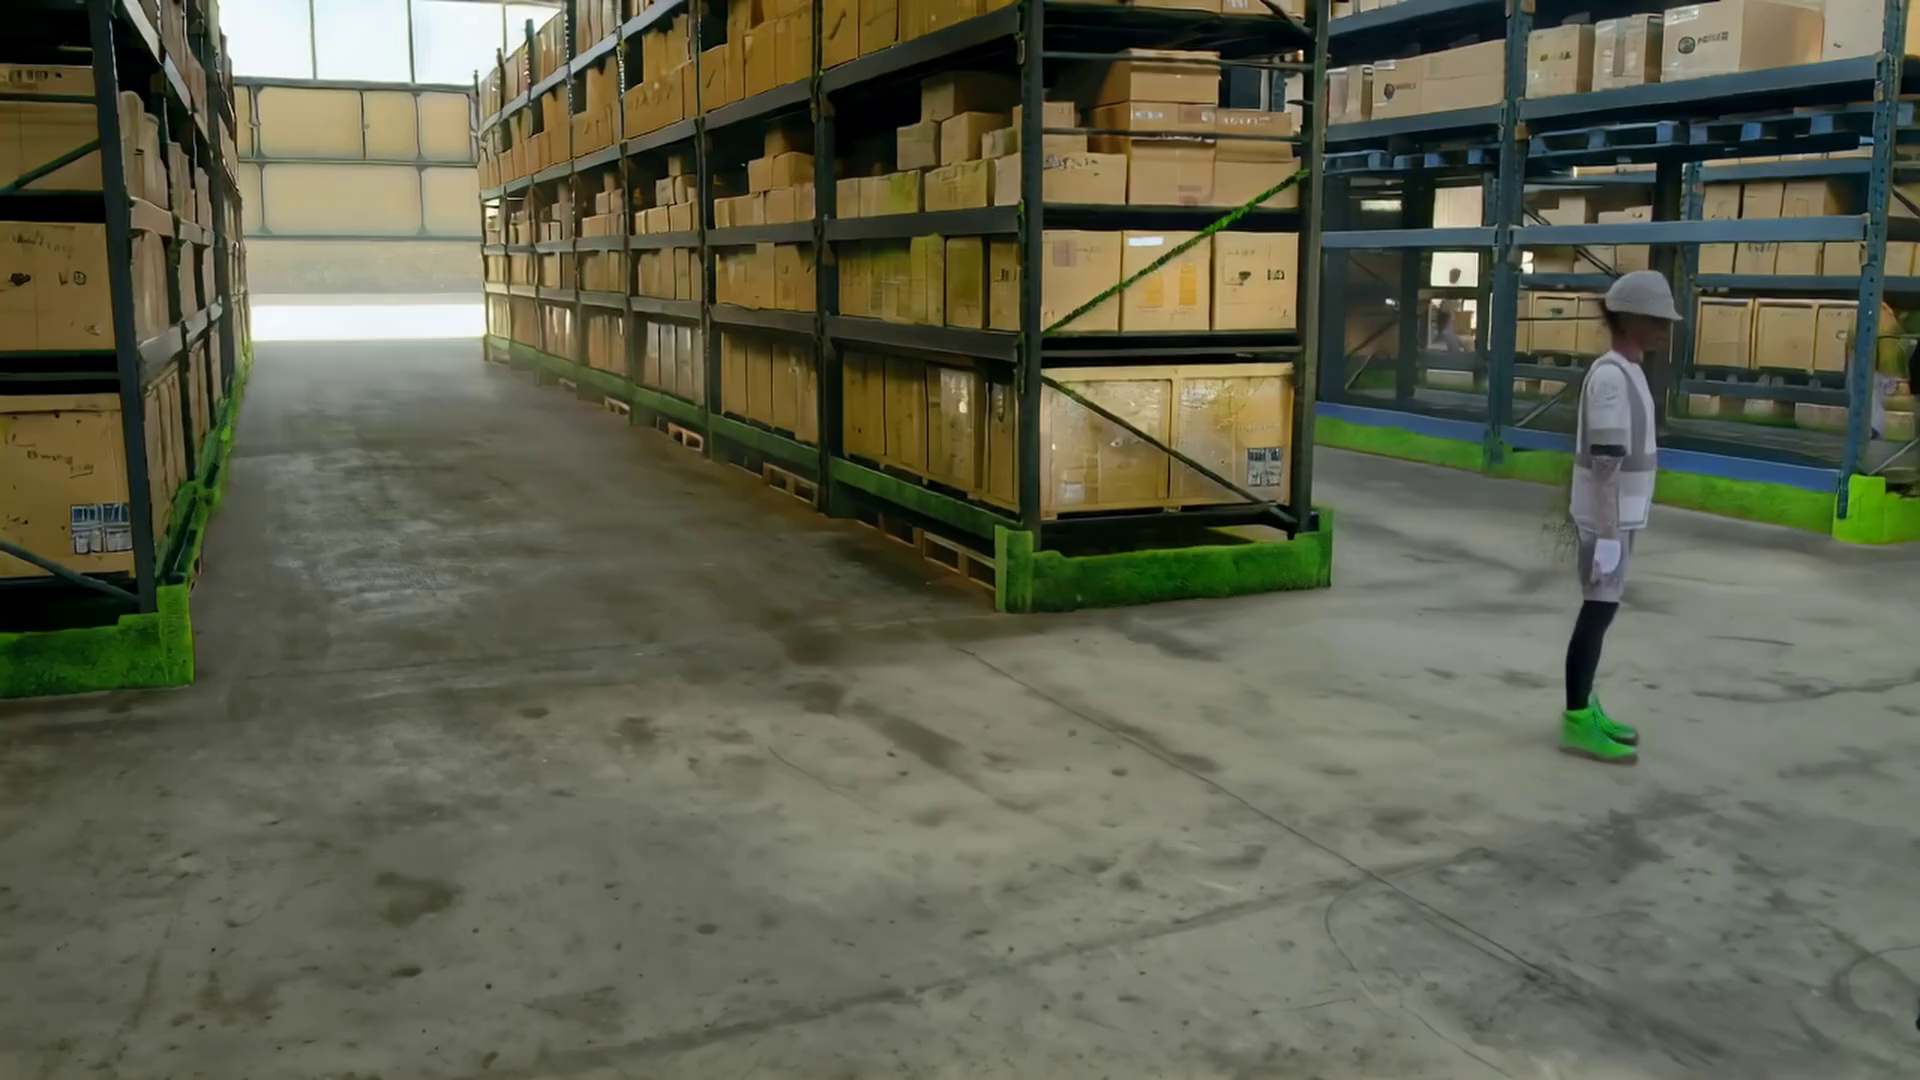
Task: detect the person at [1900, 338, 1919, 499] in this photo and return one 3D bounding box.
[{"bbox_3d":[8.491,-1.291,14.517,0.402,1.904,0.652,9,13,42],"label":"person"}]

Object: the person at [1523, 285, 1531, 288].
[{"bbox_3d":[10.067,-3.814,29.732,0.604,1.859,0.971,-9,13,-42],"label":"person"}]

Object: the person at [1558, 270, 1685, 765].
[{"bbox_3d":[2.761,-0.097,6.955,0.394,2.039,0.614,5,11,25],"label":"person"}]

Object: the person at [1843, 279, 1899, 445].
[{"bbox_3d":[9.807,-1.870,18.023,0.395,1.899,0.642,-2,10,-9],"label":"person"}]

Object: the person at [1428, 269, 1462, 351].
[{"bbox_3d":[11.354,-5.351,38.765,0.686,1.932,0.607,2,10,14],"label":"person"}]
